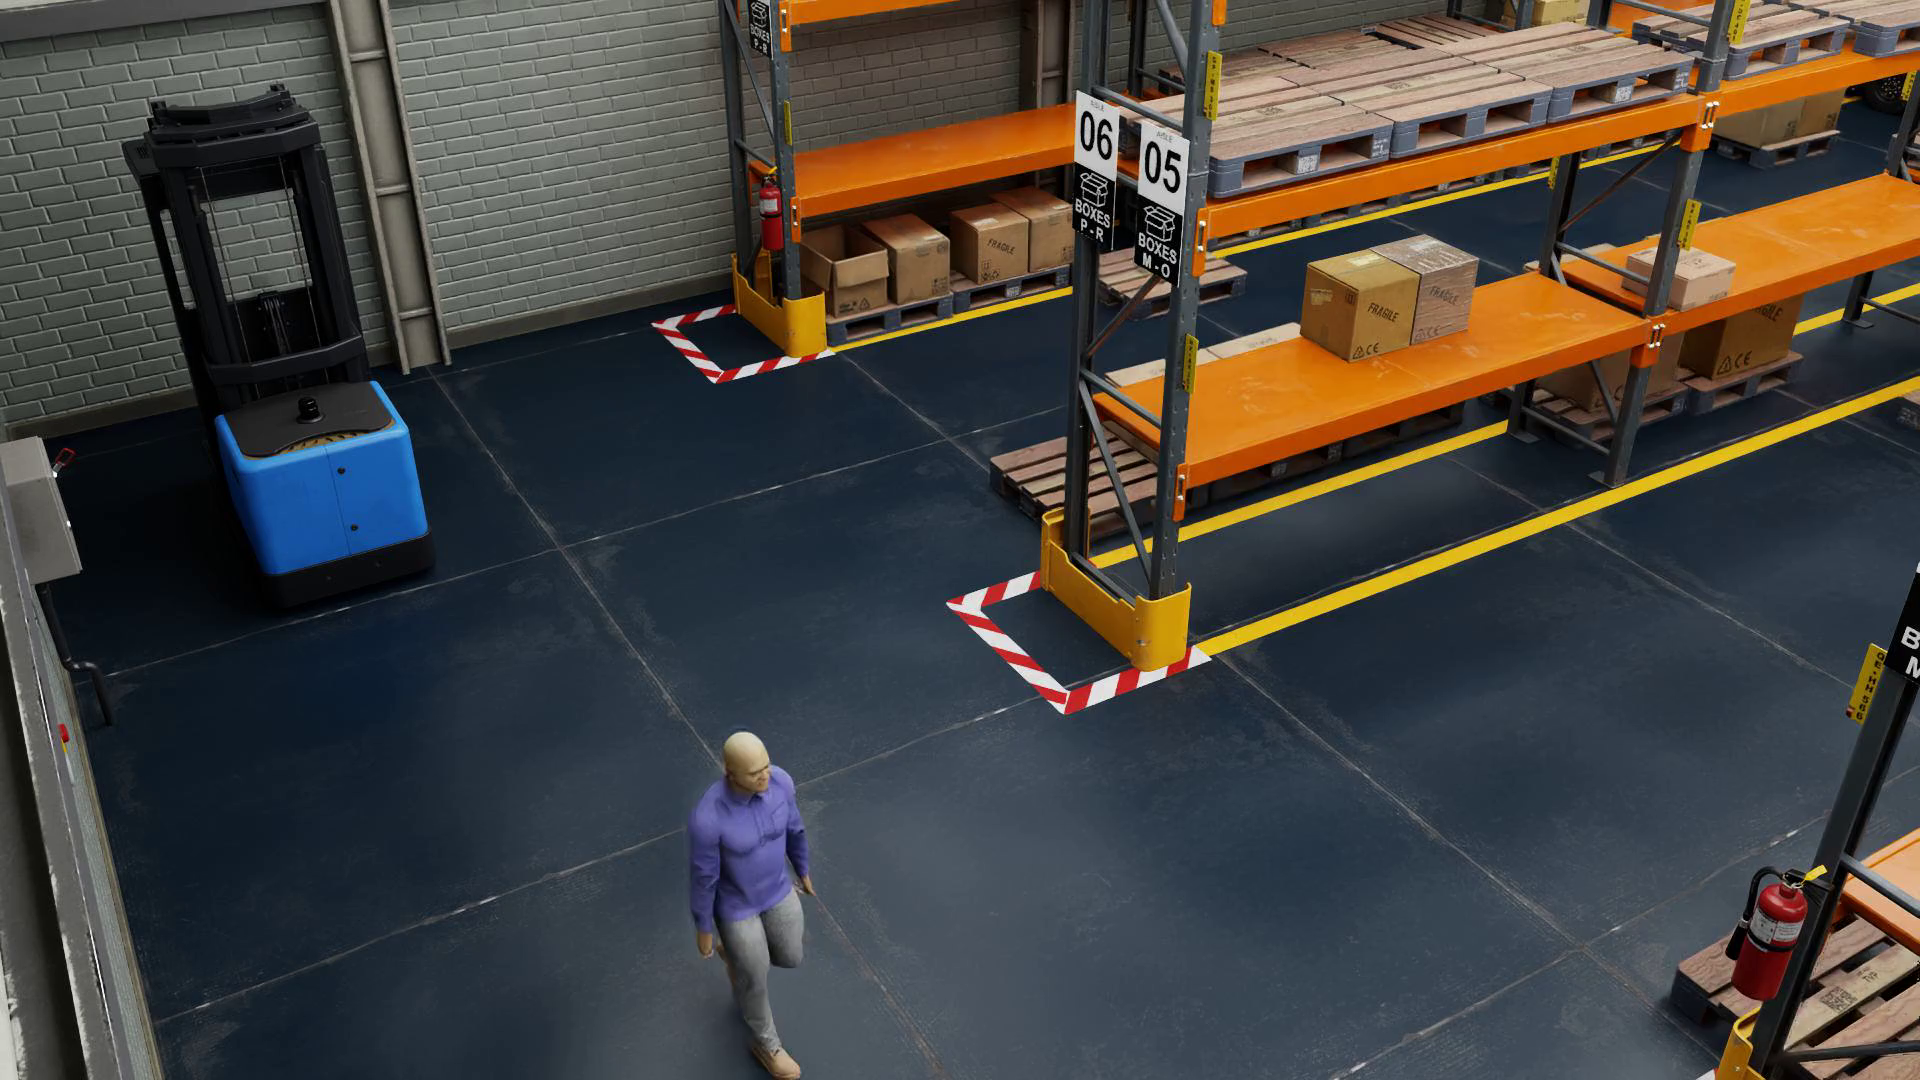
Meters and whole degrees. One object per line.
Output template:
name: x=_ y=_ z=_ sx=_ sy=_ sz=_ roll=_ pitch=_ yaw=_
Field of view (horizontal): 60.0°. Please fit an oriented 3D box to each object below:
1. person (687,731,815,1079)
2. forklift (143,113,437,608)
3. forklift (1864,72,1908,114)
person: x=-0.918 y=1.497 z=7.086 sx=0.597 sy=1.779 sz=0.596 roll=-25 pitch=39 yaw=-34
forklift: x=-4.289 y=-1.259 z=10.509 sx=1.129 sy=2.768 sz=1.873 roll=-17 pitch=36 yaw=-26
forklift: x=11.468 y=-5.645 z=18.244 sx=1.214 sy=2.155 sz=2.313 roll=-17 pitch=36 yaw=-26
